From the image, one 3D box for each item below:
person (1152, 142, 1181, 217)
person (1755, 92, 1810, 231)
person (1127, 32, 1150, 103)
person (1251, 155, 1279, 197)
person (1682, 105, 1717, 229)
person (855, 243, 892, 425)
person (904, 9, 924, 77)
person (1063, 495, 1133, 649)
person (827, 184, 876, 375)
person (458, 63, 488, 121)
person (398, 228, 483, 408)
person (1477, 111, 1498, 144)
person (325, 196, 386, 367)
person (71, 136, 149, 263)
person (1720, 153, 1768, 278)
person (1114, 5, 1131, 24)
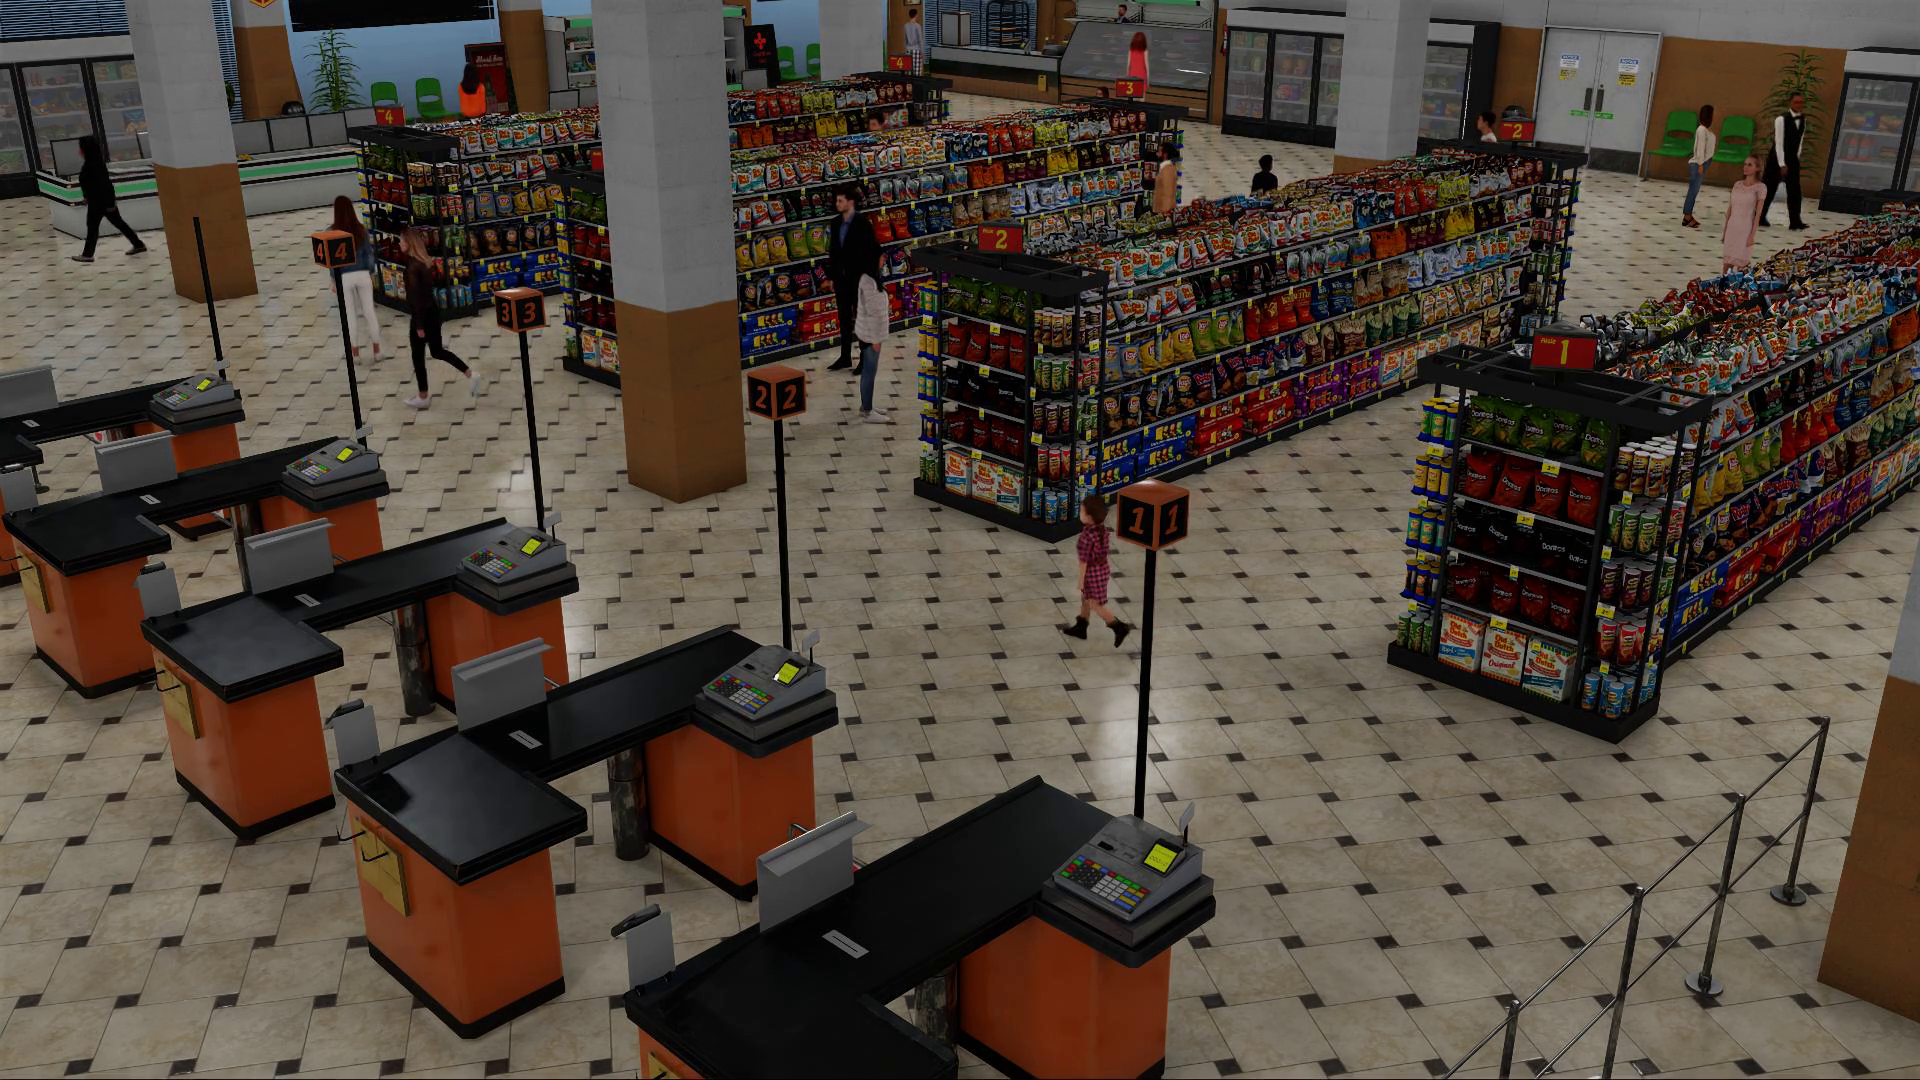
[{"bbox_3d":[2.505,-3.854,19.838,0.841,1.746,0.753,5,22,11],"label":"person"},{"bbox_3d":[11.395,-5.241,23.203,1.227,1.810,1.138,-6,23,-14],"label":"person"},{"bbox_3d":[3.468,-8.981,32.490,0.653,1.826,0.601,12,25,28],"label":"person"},{"bbox_3d":[4.006,-4.441,21.935,0.553,1.271,0.571,14,26,31],"label":"person"},{"bbox_3d":[10.443,-5.297,23.512,0.726,1.682,0.566,12,25,27],"label":"person"},{"bbox_3d":[-0.806,-1.887,15.089,0.741,1.636,0.708,-3,22,-8],"label":"person"},{"bbox_3d":[-1.050,-11.046,37.600,0.674,1.847,0.619,12,25,28],"label":"person"},{"bbox_3d":[0.897,0.217,10.696,0.587,1.007,0.701,13,25,29],"label":"person"},{"bbox_3d":[-1.071,-2.604,16.539,0.727,1.884,0.666,15,26,32],"label":"person"},{"bbox_3d":[-8.169,-7.081,27.891,1.018,1.728,1.126,2,22,5],"label":"person"},{"bbox_3d":[-4.875,-2.045,15.414,1.031,1.687,1.017,2,22,5],"label":"person"},{"bbox_3d":[7.011,-4.759,22.080,1.033,1.753,1.151,7,23,17],"label":"person"},{"bbox_3d":[-6.136,-2.626,16.841,0.538,1.700,0.727,-12,25,-28],"label":"person"},{"bbox_3d":[-10.908,-4.355,21.318,1.199,1.571,0.862,-11,25,-26],"label":"person"},{"bbox_3d":[8.731,-3.398,18.588,0.589,1.831,0.623,-11,25,-26],"label":"person"},{"bbox_3d":[3.718,-11.426,38.514,0.615,1.871,0.570,20,29,41],"label":"person"}]
